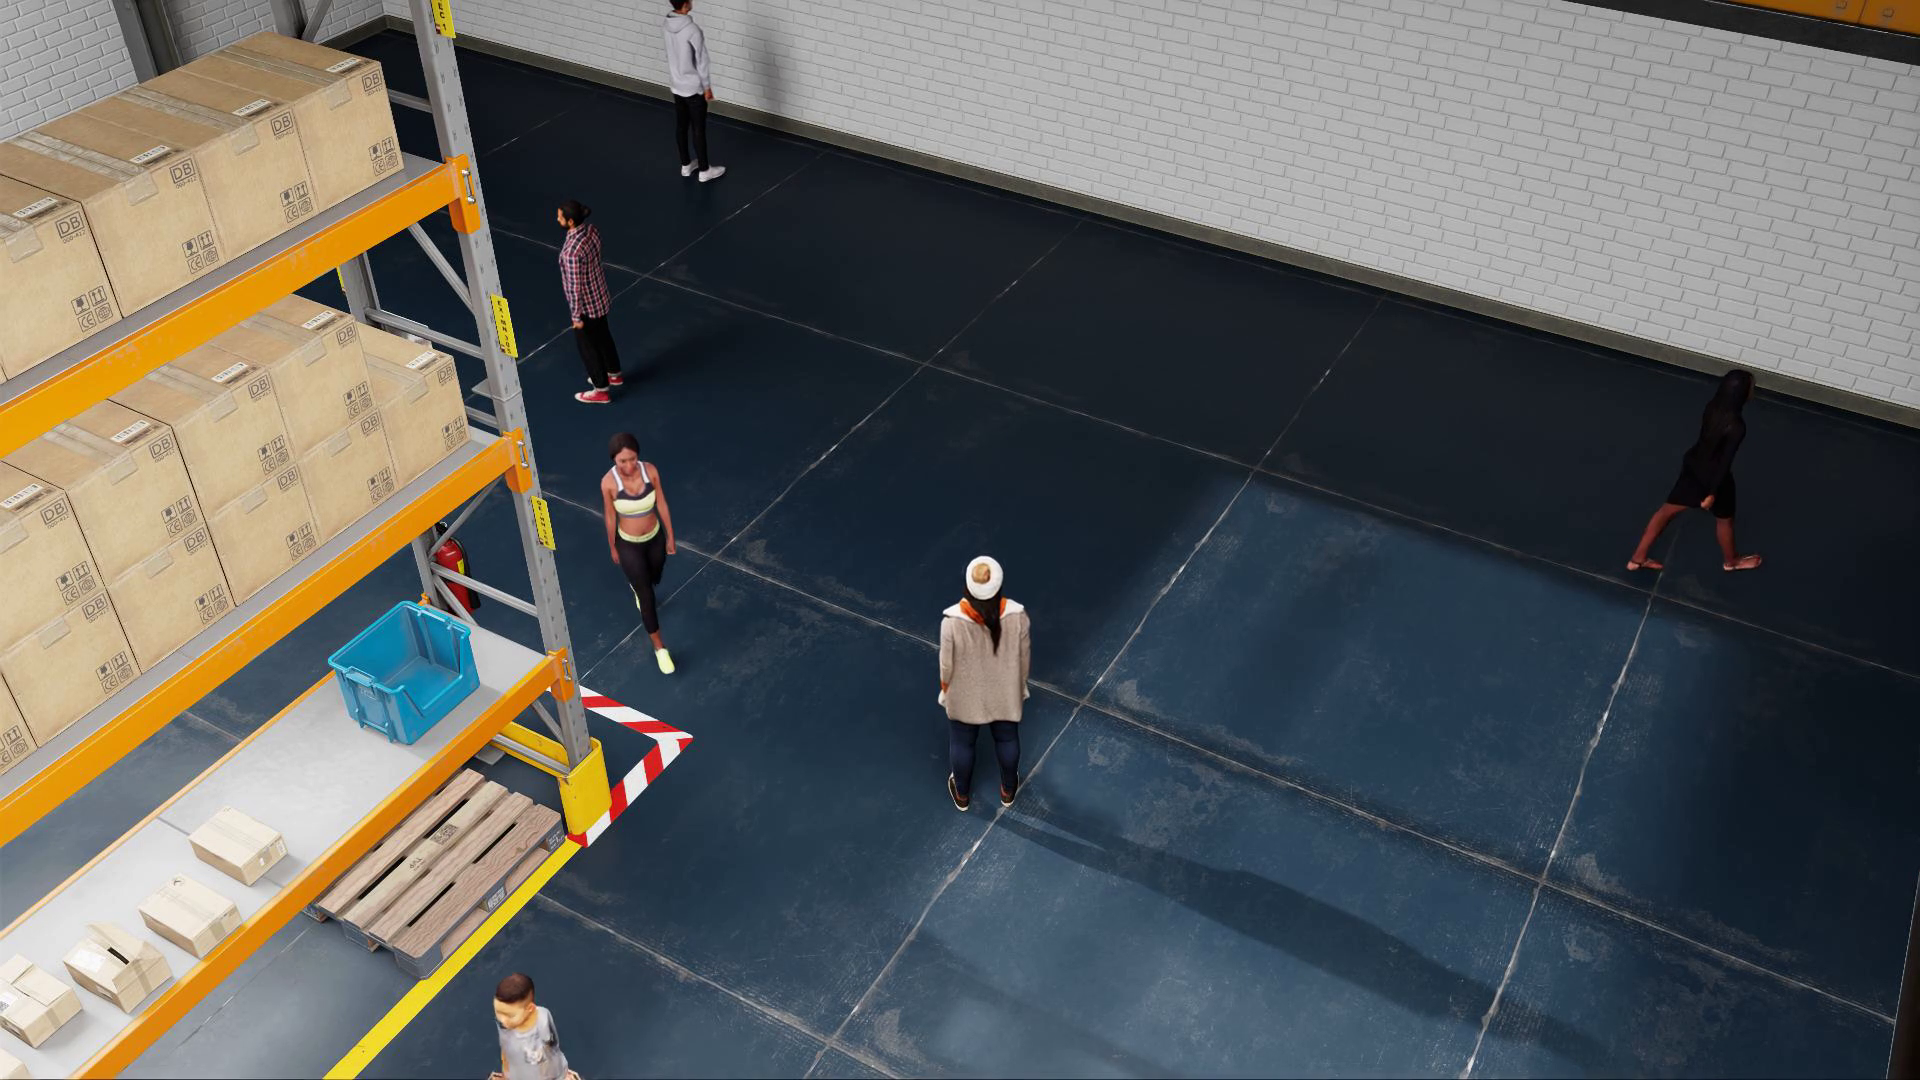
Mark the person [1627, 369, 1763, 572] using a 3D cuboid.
[{"bbox_3d":[5.028,-0.420,11.415,1.085,1.674,1.166,-2,39,-2],"label":"person"}]

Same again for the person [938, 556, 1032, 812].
[{"bbox_3d":[0.134,0.831,9.674,0.825,1.891,0.858,-3,39,-4],"label":"person"}]

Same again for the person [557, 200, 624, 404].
[{"bbox_3d":[-2.951,-1.904,13.206,0.825,1.757,0.657,6,39,8],"label":"person"}]

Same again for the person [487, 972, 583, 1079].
[{"bbox_3d":[-2.002,2.477,7.973,0.688,1.442,0.799,10,40,12],"label":"person"}]

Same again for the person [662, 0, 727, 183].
[{"bbox_3d":[-2.666,-4.472,16.284,0.697,1.929,0.613,25,45,28],"label":"person"}]

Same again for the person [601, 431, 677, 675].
[{"bbox_3d":[-2.100,-0.015,10.869,1.096,1.721,1.025,-18,42,-21],"label":"person"}]
